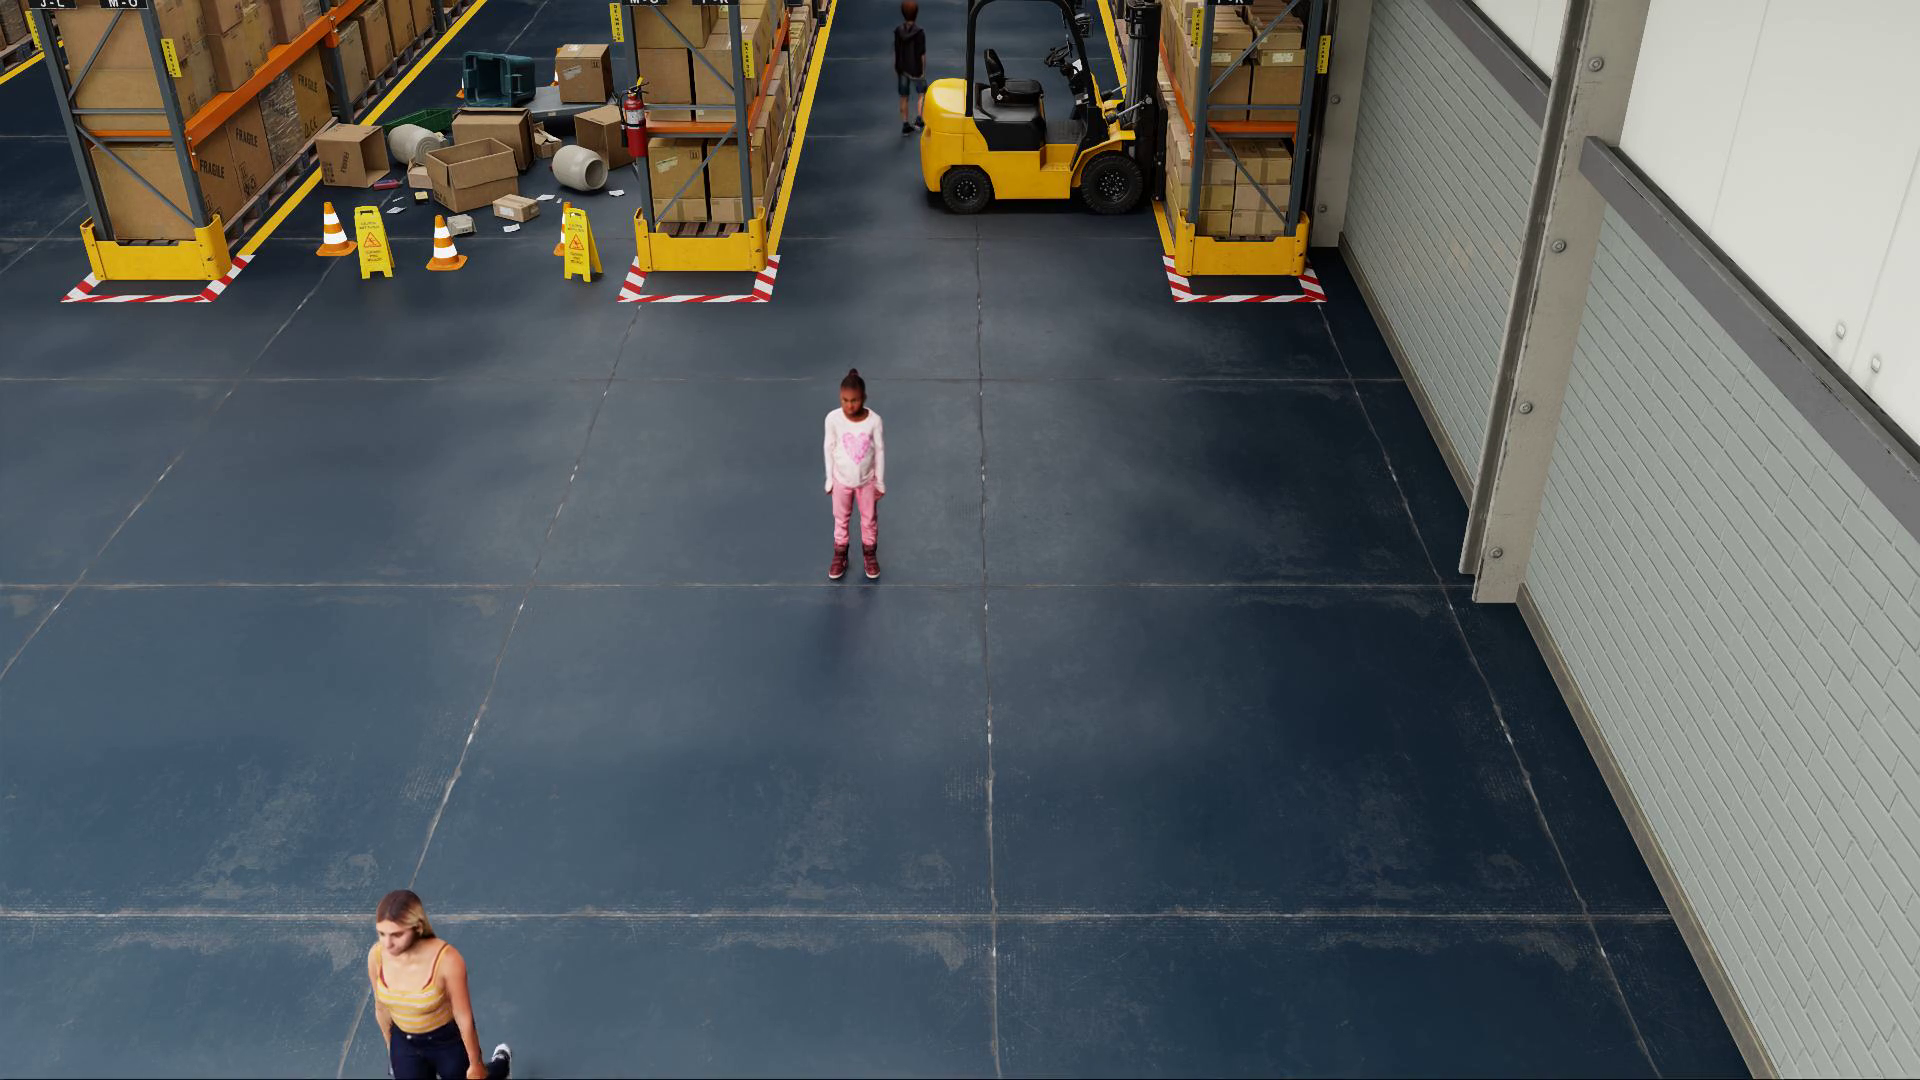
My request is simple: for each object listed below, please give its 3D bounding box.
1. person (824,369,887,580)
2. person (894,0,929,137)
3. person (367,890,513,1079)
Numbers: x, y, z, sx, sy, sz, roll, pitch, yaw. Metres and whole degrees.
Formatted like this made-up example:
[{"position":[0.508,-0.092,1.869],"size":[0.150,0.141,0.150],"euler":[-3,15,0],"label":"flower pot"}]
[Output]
[{"position":[-0.680,-0.429,10.734],"size":[0.539,1.442,0.491],"euler":[1,32,1],"label":"person"},{"position":[-0.566,-5.146,18.219],"size":[0.620,1.435,0.679],"euler":[9,33,14],"label":"person"},{"position":[-2.092,1.996,6.733],"size":[0.679,1.609,1.011],"euler":[6,33,9],"label":"person"}]
